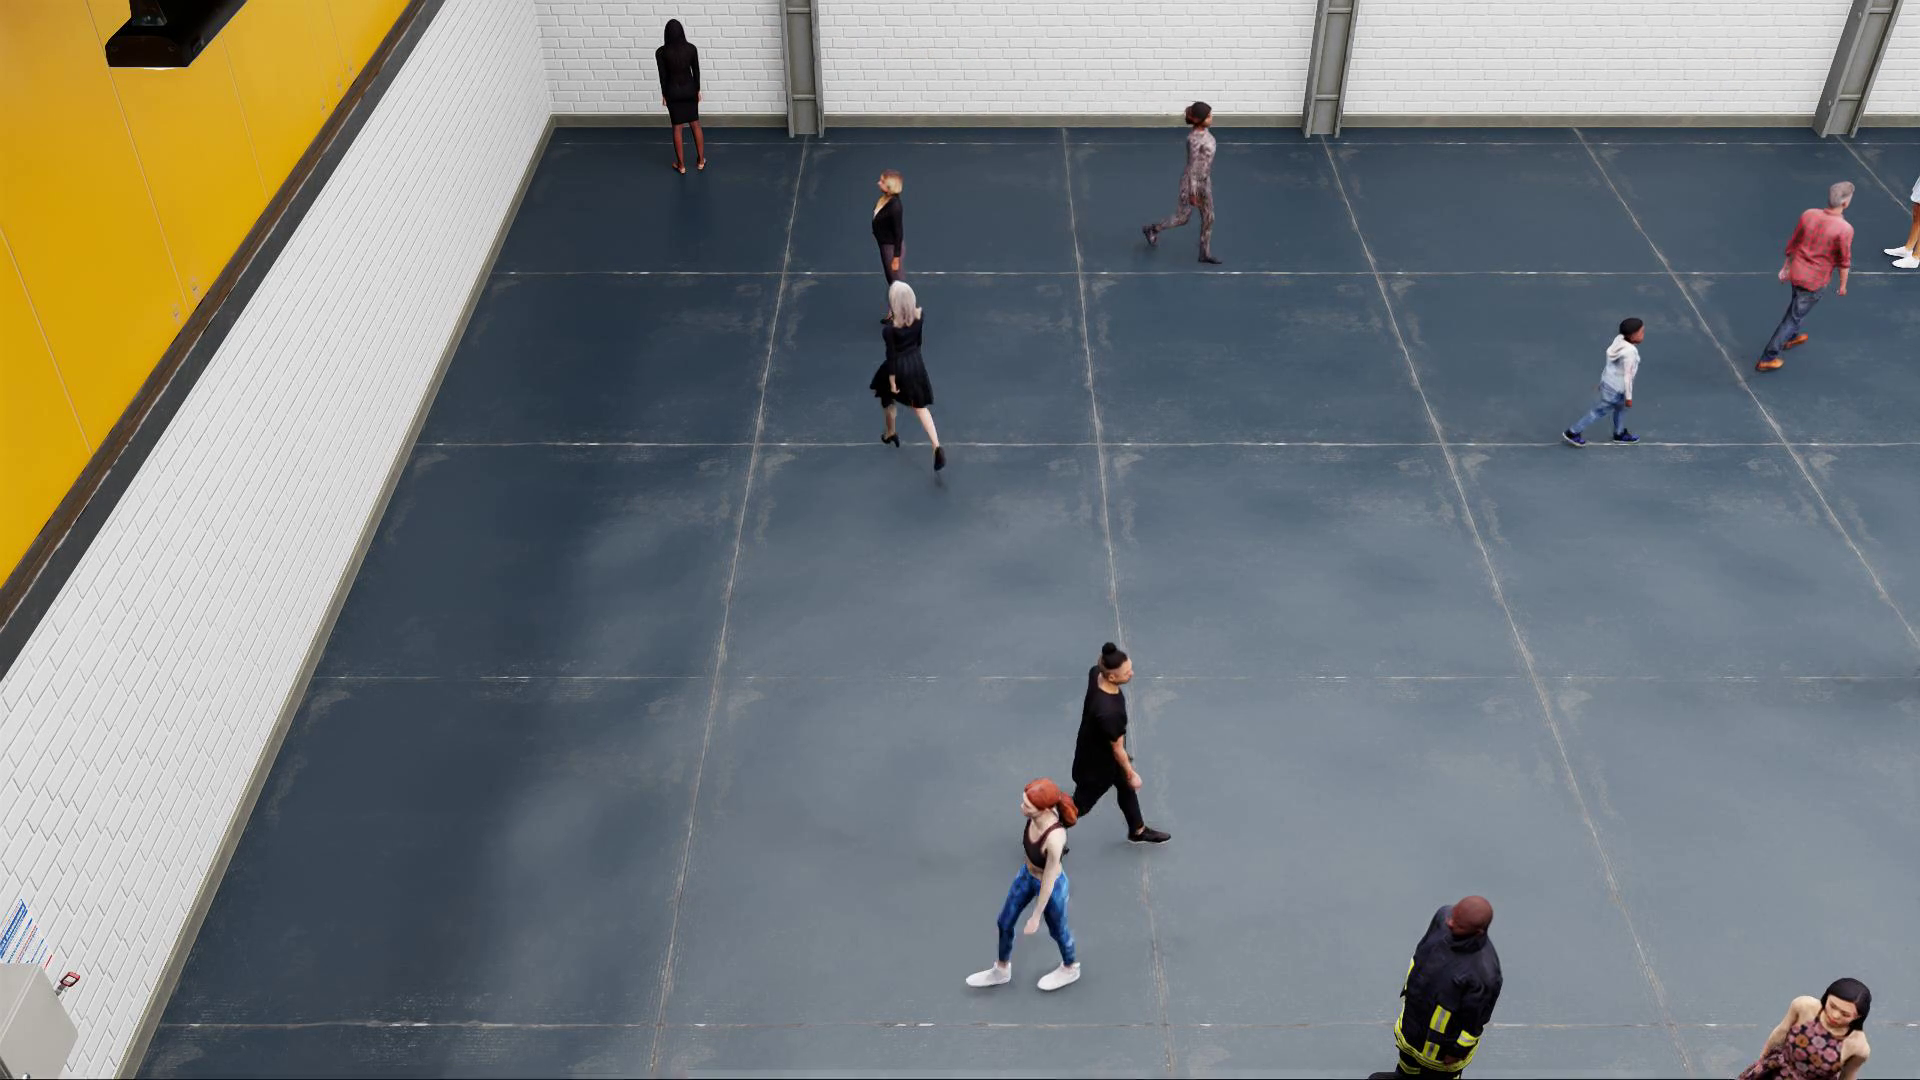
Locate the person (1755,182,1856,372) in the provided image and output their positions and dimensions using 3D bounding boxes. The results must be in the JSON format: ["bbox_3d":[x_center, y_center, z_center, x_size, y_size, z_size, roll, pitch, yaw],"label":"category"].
[{"bbox_3d":[7.557,-2.326,14.937,1.133,1.798,0.949,-14,41,-17],"label":"person"}]

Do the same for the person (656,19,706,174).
[{"bbox_3d":[-3.043,-4.866,18.181,0.586,1.720,0.740,-14,41,-17],"label":"person"}]

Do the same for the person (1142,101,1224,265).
[{"bbox_3d":[2.263,-3.546,16.554,1.173,1.687,0.910,17,42,20],"label":"person"}]

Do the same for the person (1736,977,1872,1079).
[{"bbox_3d":[4.335,2.785,8.563,0.862,1.767,0.802,-29,47,-31],"label":"person"}]

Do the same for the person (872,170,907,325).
[{"bbox_3d":[-0.613,-2.679,15.481,0.613,1.671,0.645,-10,40,-12],"label":"person"}]

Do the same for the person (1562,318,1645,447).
[{"bbox_3d":[5.503,-1.320,14.122,0.904,1.244,0.552,4,39,5],"label":"person"}]

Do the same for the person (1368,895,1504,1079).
[{"bbox_3d":[2.588,2.493,8.883,0.762,1.824,0.812,-9,40,-11],"label":"person"}]

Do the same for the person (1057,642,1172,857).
[{"bbox_3d":[0.786,1.351,10.318,1.187,1.818,0.732,2,39,2],"label":"person"}]

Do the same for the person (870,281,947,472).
[{"bbox_3d":[-0.399,-1.338,13.767,1.107,1.714,1.105,-27,46,-29],"label":"person"}]

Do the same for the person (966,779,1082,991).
[{"bbox_3d":[0.569,2.004,9.547,0.993,1.760,0.788,-15,41,-18],"label":"person"}]
